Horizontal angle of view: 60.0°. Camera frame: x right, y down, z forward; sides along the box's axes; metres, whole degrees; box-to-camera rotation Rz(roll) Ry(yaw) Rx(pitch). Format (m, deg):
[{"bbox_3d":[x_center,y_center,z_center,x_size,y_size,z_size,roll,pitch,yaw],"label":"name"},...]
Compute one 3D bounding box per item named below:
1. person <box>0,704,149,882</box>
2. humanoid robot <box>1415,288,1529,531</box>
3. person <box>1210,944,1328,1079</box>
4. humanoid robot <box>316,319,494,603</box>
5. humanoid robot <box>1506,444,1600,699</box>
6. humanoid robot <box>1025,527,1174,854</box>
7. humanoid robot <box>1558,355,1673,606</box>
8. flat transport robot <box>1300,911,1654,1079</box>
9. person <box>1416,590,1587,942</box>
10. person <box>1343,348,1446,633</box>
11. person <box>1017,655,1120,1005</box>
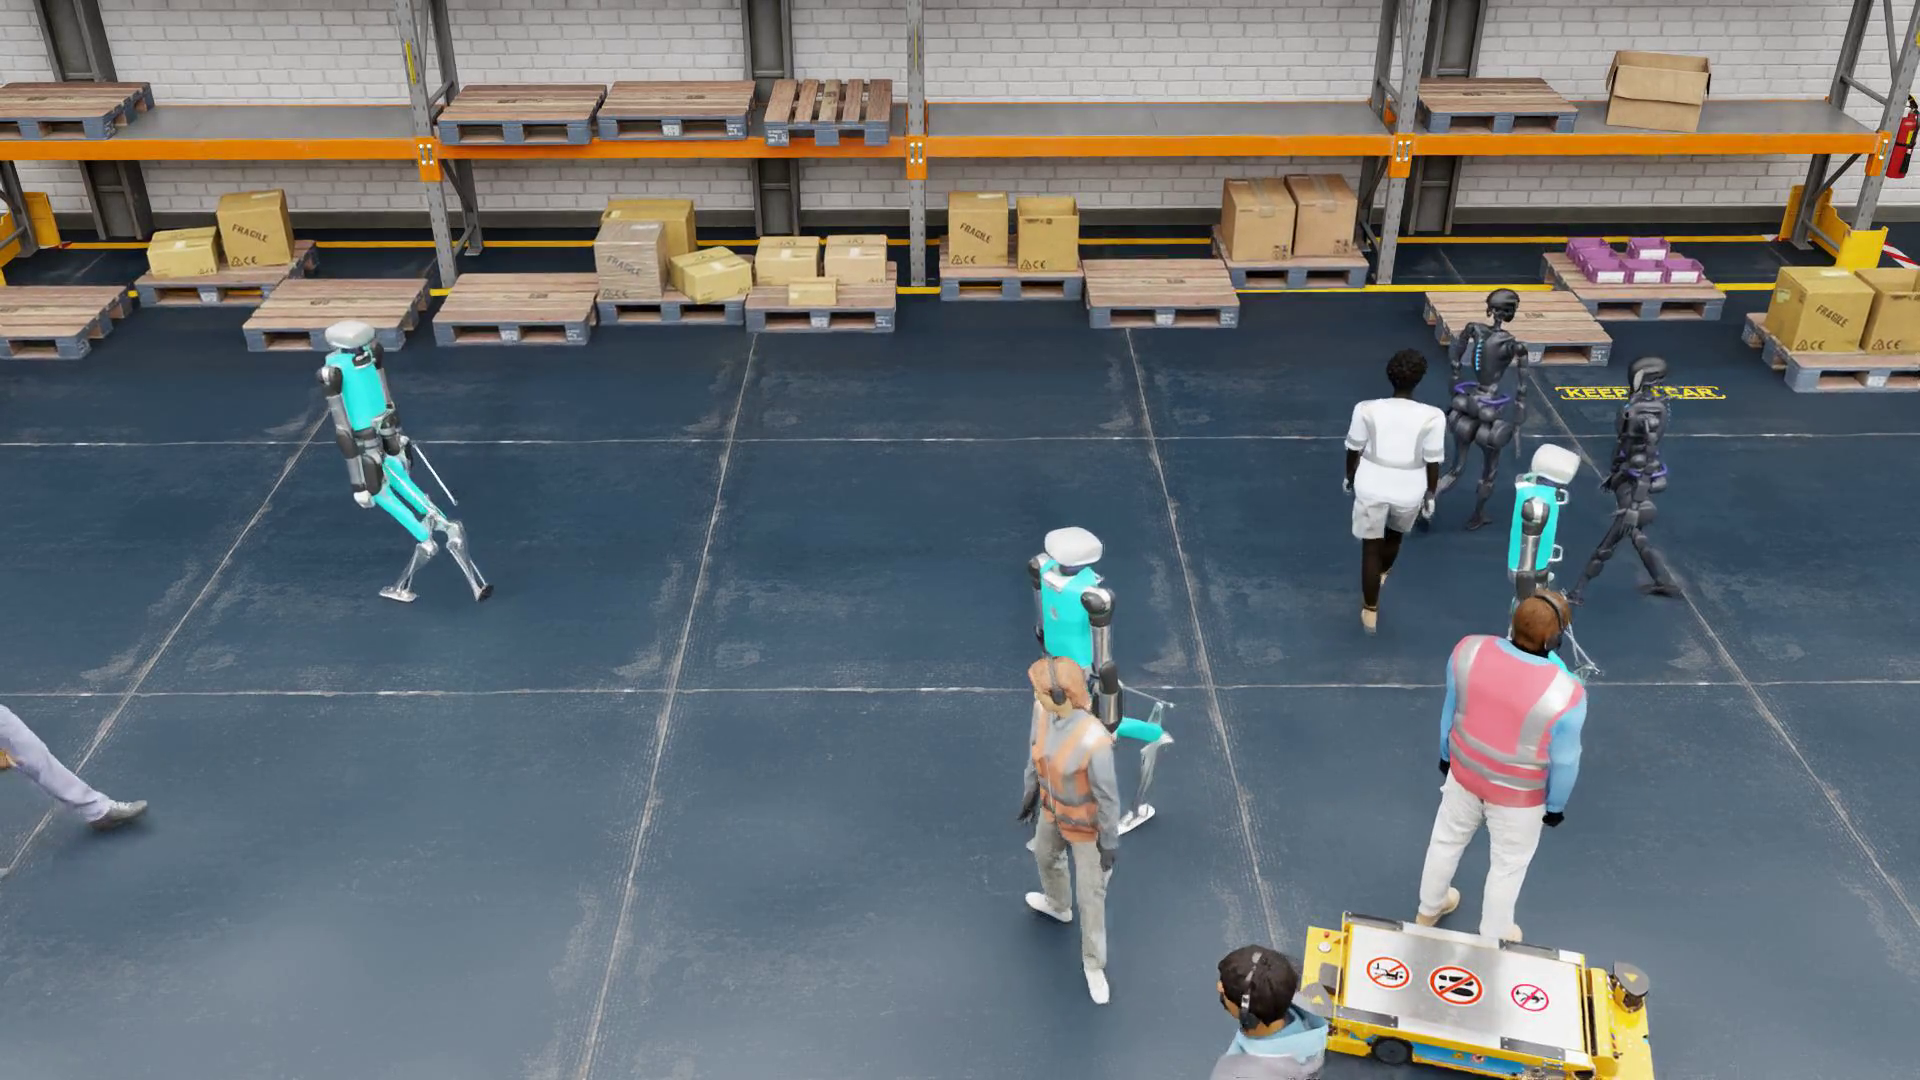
[{"bbox_3d":[-4.442,0.797,7.616,0.945,1.782,0.583,-10,33,-17],"label":"person"},{"bbox_3d":[3.210,-0.768,10.336,0.594,1.631,0.613,-20,36,-30],"label":"humanoid robot"},{"bbox_3d":[0.946,2.039,5.475,0.740,1.851,0.547,19,36,29],"label":"person"},{"bbox_3d":[-3.133,-0.364,9.667,0.915,1.839,0.579,7,32,12],"label":"humanoid robot"},{"bbox_3d":[3.004,0.427,8.386,0.707,1.916,0.547,11,33,17],"label":"humanoid robot"},{"bbox_3d":[0.715,0.688,7.873,0.888,1.783,0.572,-19,36,-29],"label":"humanoid robot"},{"bbox_3d":[3.917,-0.327,9.644,0.815,1.614,0.590,2,31,3],"label":"humanoid robot"},{"bbox_3d":[2.187,1.989,7.099,1.431,0.231,0.659,8,32,13],"label":"flat transport robot"},{"bbox_3d":[2.347,1.021,7.201,0.433,1.833,0.625,-24,39,-34],"label":"person"},{"bbox_3d":[2.472,-0.328,9.601,0.547,1.648,0.796,6,32,10],"label":"person"},{"bbox_3d":[0.474,1.191,7.115,0.343,1.616,0.765,-17,35,-26],"label":"person"}]
